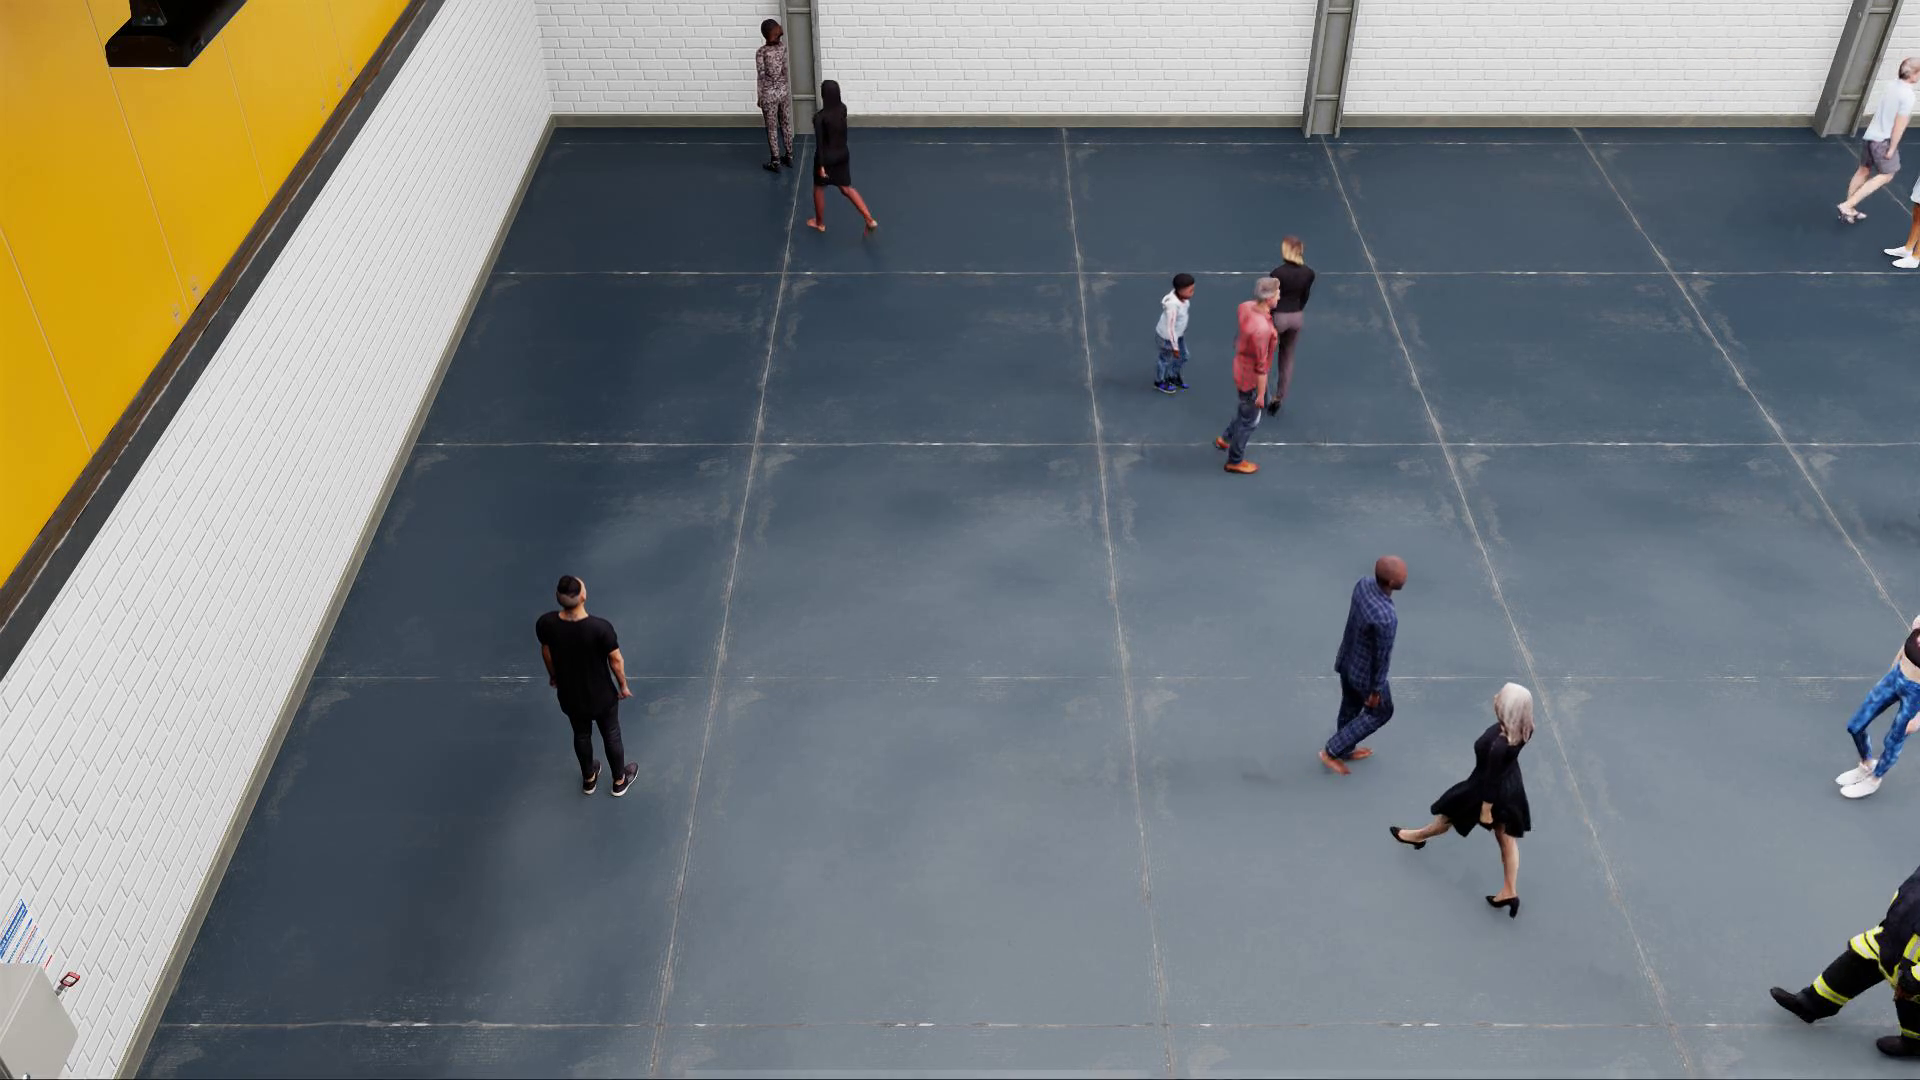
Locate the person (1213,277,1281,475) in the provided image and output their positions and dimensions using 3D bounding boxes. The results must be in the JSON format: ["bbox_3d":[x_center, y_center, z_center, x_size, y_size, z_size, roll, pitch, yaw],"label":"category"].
[{"bbox_3d":[2.308,-1.344,13.693,0.724,1.817,0.739,-3,39,-3],"label":"person"}]

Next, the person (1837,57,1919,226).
[{"bbox_3d":[9.414,-4.106,17.152,0.759,1.816,0.702,-5,39,-6],"label":"person"}]

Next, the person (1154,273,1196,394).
[{"bbox_3d":[1.831,-1.857,14.799,0.643,1.238,0.600,17,42,20],"label":"person"}]

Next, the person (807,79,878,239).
[{"bbox_3d":[-1.221,-3.829,16.908,1.192,1.688,1.082,28,46,31],"label":"person"}]

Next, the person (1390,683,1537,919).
[{"bbox_3d":[3.308,1.596,10.109,1.197,1.696,1.115,30,47,32],"label":"person"}]

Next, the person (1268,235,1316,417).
[{"bbox_3d":[2.838,-1.795,14.395,0.693,1.646,0.767,-11,40,-13],"label":"person"}]

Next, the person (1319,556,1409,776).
[{"bbox_3d":[2.597,0.838,10.970,0.796,1.806,0.751,-8,39,-9],"label":"person"}]

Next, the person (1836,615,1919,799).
[{"bbox_3d":[6.190,1.017,10.768,0.720,1.778,0.673,-9,40,-11],"label":"person"}]

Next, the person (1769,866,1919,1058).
[{"bbox_3d":[5.406,2.271,9.200,1.190,1.776,0.830,5,39,7],"label":"person"}]

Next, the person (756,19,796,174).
[{"bbox_3d":[-2.026,-4.864,18.184,0.681,1.714,0.744,-30,47,-32],"label":"person"}]

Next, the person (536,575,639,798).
[{"bbox_3d":[-2.432,0.923,10.816,0.561,1.865,0.776,5,39,6],"label":"person"}]
